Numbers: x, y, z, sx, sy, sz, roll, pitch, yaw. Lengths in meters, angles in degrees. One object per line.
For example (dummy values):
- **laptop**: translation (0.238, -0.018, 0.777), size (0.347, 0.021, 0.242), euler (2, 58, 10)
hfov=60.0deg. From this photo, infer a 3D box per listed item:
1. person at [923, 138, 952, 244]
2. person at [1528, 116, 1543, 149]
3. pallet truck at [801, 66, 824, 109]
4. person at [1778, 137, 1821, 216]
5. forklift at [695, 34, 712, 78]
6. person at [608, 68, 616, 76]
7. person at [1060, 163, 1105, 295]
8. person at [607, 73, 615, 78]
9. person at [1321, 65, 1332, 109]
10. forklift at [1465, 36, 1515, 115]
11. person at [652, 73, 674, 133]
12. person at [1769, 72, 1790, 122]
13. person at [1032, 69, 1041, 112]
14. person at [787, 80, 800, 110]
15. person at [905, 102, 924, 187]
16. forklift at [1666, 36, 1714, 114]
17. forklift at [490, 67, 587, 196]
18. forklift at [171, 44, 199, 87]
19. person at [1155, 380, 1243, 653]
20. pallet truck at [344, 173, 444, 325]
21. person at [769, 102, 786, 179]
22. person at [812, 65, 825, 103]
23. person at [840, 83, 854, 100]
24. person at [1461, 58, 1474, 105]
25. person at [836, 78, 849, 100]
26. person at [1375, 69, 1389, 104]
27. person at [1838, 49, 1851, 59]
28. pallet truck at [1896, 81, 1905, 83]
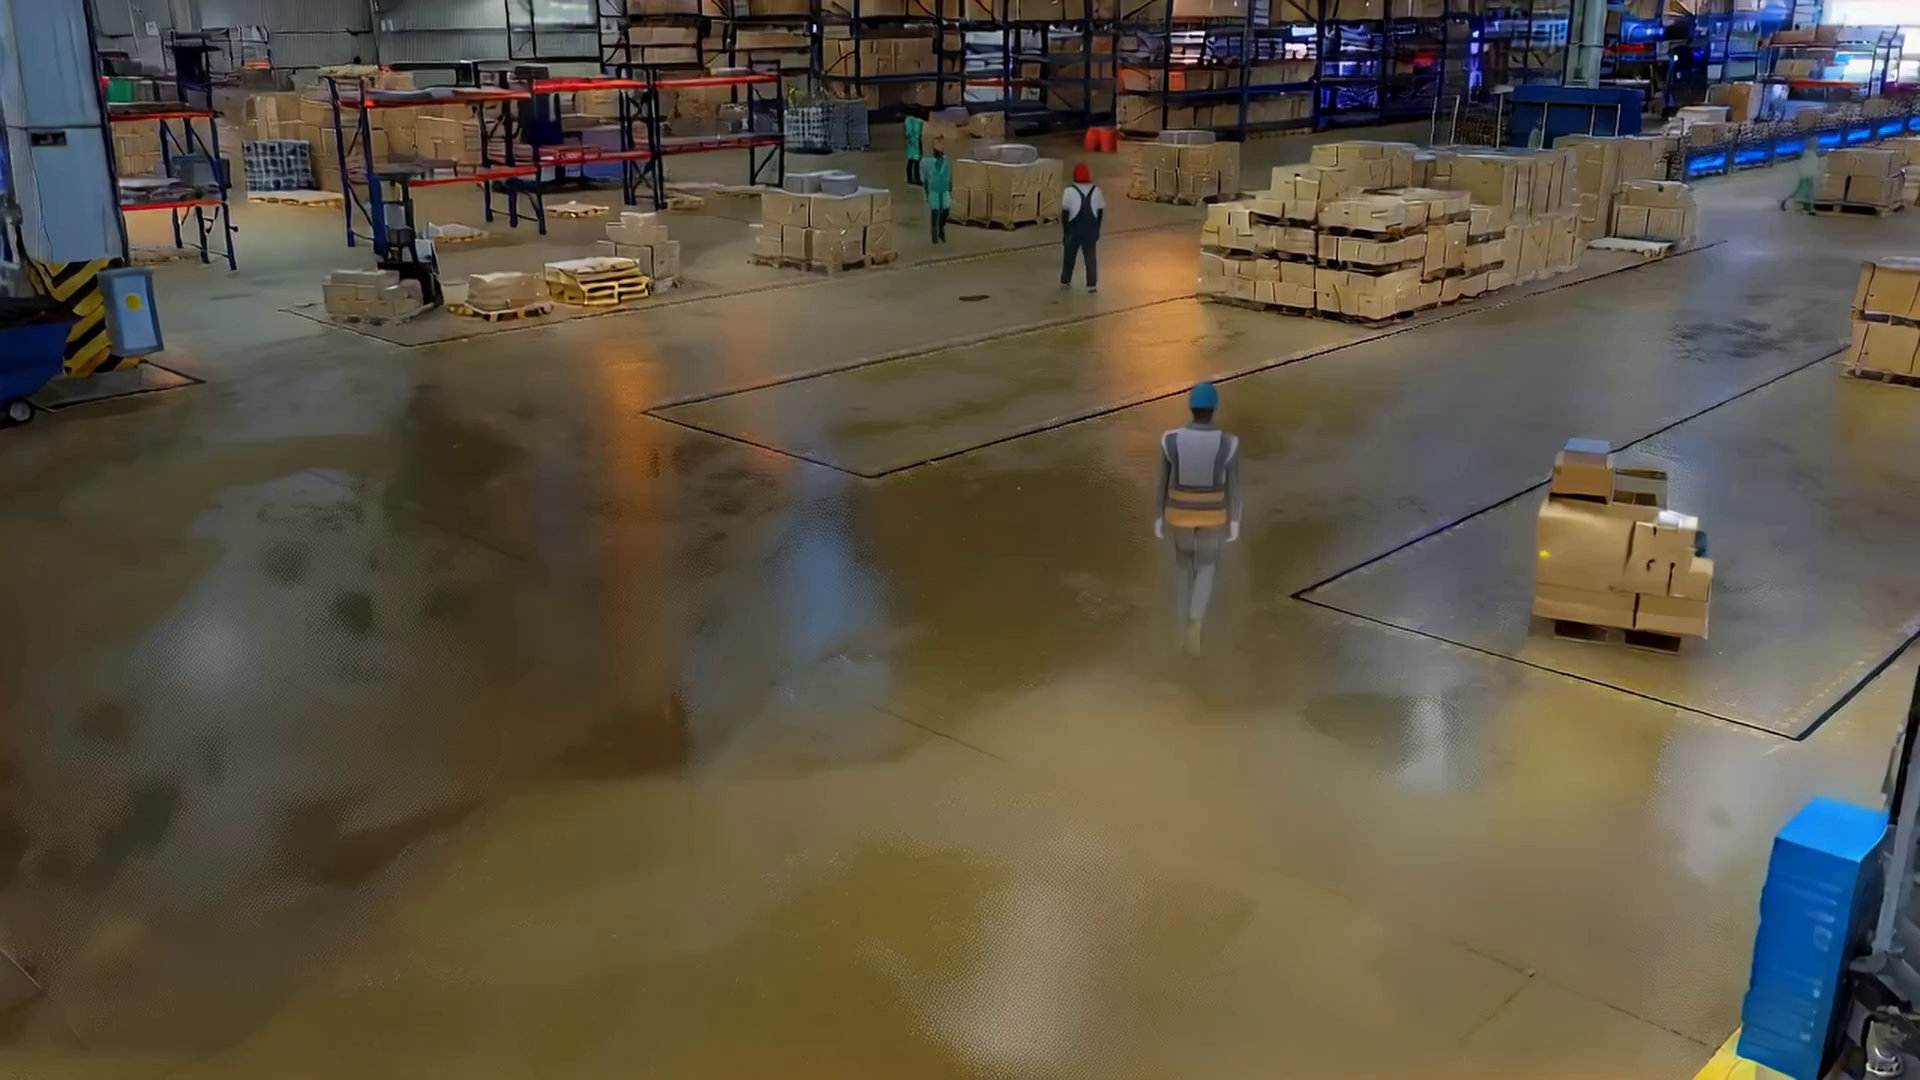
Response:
- **person**: translation (-0.405, -6.413, 30.599), size (0.561, 1.924, 0.407), euler (-4, 19, -13)
- **person**: translation (13.646, -9.215, 39.483), size (0.307, 1.641, 0.513), euler (5, 19, 15)
- **pallet truck**: translation (-4.812, -15.182, 56.903), size (0.823, 1.965, 1.885), euler (-9, 21, -26)
- **person**: translation (17.520, -7.549, 34.523), size (0.516, 1.609, 0.769), euler (-17, 25, -41)
- **forklift**: translation (-9.855, -18.236, 64.726), size (1.129, 2.768, 1.873), euler (17, 25, 41)
- **person**: translation (-12.261, -15.656, 58.534), size (1.010, 1.879, 0.544), euler (11, 22, 31)
- **person**: translation (1.877, -4.819, 25.613), size (0.697, 2.000, 1.036), euler (-6, 19, -16)
- **person**: translation (-11.066, -13.721, 52.542), size (0.531, 1.976, 0.636), euler (11, 21, 30)
- **person**: translation (13.827, -16.947, 62.585), size (0.534, 1.766, 0.317), euler (13, 22, 34)
- **forklift**: translation (19.973, -17.201, 61.605), size (1.873, 2.768, 1.129), euler (16, 24, 40)
- **person**: translation (-9.688, -14.182, 54.020), size (0.867, 1.902, 0.653), euler (-5, 19, -14)
- **person**: translation (25.605, -13.565, 51.975), size (0.417, 2.031, 0.710), euler (-6, 19, -18)
- **person**: translation (2.867, -16.482, 61.290), size (0.547, 1.678, 0.552), euler (17, 25, 42)
- **person**: translation (-5.497, -14.357, 54.976), size (0.514, 1.641, 0.309), euler (10, 21, 28)
- **person**: translation (-1.074, -9.385, 39.487), size (0.365, 1.965, 0.608), euler (-12, 22, -32)
- **forklift**: translation (27.341, -17.291, 61.877), size (1.129, 2.768, 1.873), euler (17, 25, 41)
- **forklift**: translation (-9.725, -9.363, 37.990), size (1.129, 2.768, 1.873), euler (17, 25, 41)
- **forklift**: translation (-24.593, -14.348, 53.009), size (1.129, 2.768, 1.873), euler (17, 25, 41)
- **person**: translation (1.684, -0.174, 11.827), size (0.625, 1.920, 0.884), euler (6, 19, 17)
- **pallet truck**: translation (-8.209, -4.181, 23.757), size (0.823, 1.965, 1.885), euler (3, 19, 9)
- **person**: translation (-4.538, -9.911, 41.227), size (0.313, 1.866, 0.538), euler (-17, 25, -42)
- **person**: translation (-5.149, -16.453, 60.972), size (0.429, 1.847, 0.625), euler (13, 22, 33)
- **person**: translation (-3.624, -13.893, 53.567), size (0.864, 1.631, 0.577), euler (12, 22, 31)
- **person**: translation (20.332, -18.442, 66.934), size (0.934, 1.879, 0.643), euler (-16, 24, -40)
- **person**: translation (-3.517, -13.301, 51.398), size (0.741, 1.900, 0.585), euler (13, 22, 33)
- **person**: translation (15.755, -16.742, 62.109), size (0.535, 1.673, 0.685), euler (-17, 25, -42)
- **person**: translation (40.517, -21.609, 76.321), size (0.654, 1.955, 0.885), euler (5, 19, 15)
- **pallet truck**: translation (34.802, -16.331, 61.455), size (0.653, 1.274, 1.630), euler (17, 25, 41)
